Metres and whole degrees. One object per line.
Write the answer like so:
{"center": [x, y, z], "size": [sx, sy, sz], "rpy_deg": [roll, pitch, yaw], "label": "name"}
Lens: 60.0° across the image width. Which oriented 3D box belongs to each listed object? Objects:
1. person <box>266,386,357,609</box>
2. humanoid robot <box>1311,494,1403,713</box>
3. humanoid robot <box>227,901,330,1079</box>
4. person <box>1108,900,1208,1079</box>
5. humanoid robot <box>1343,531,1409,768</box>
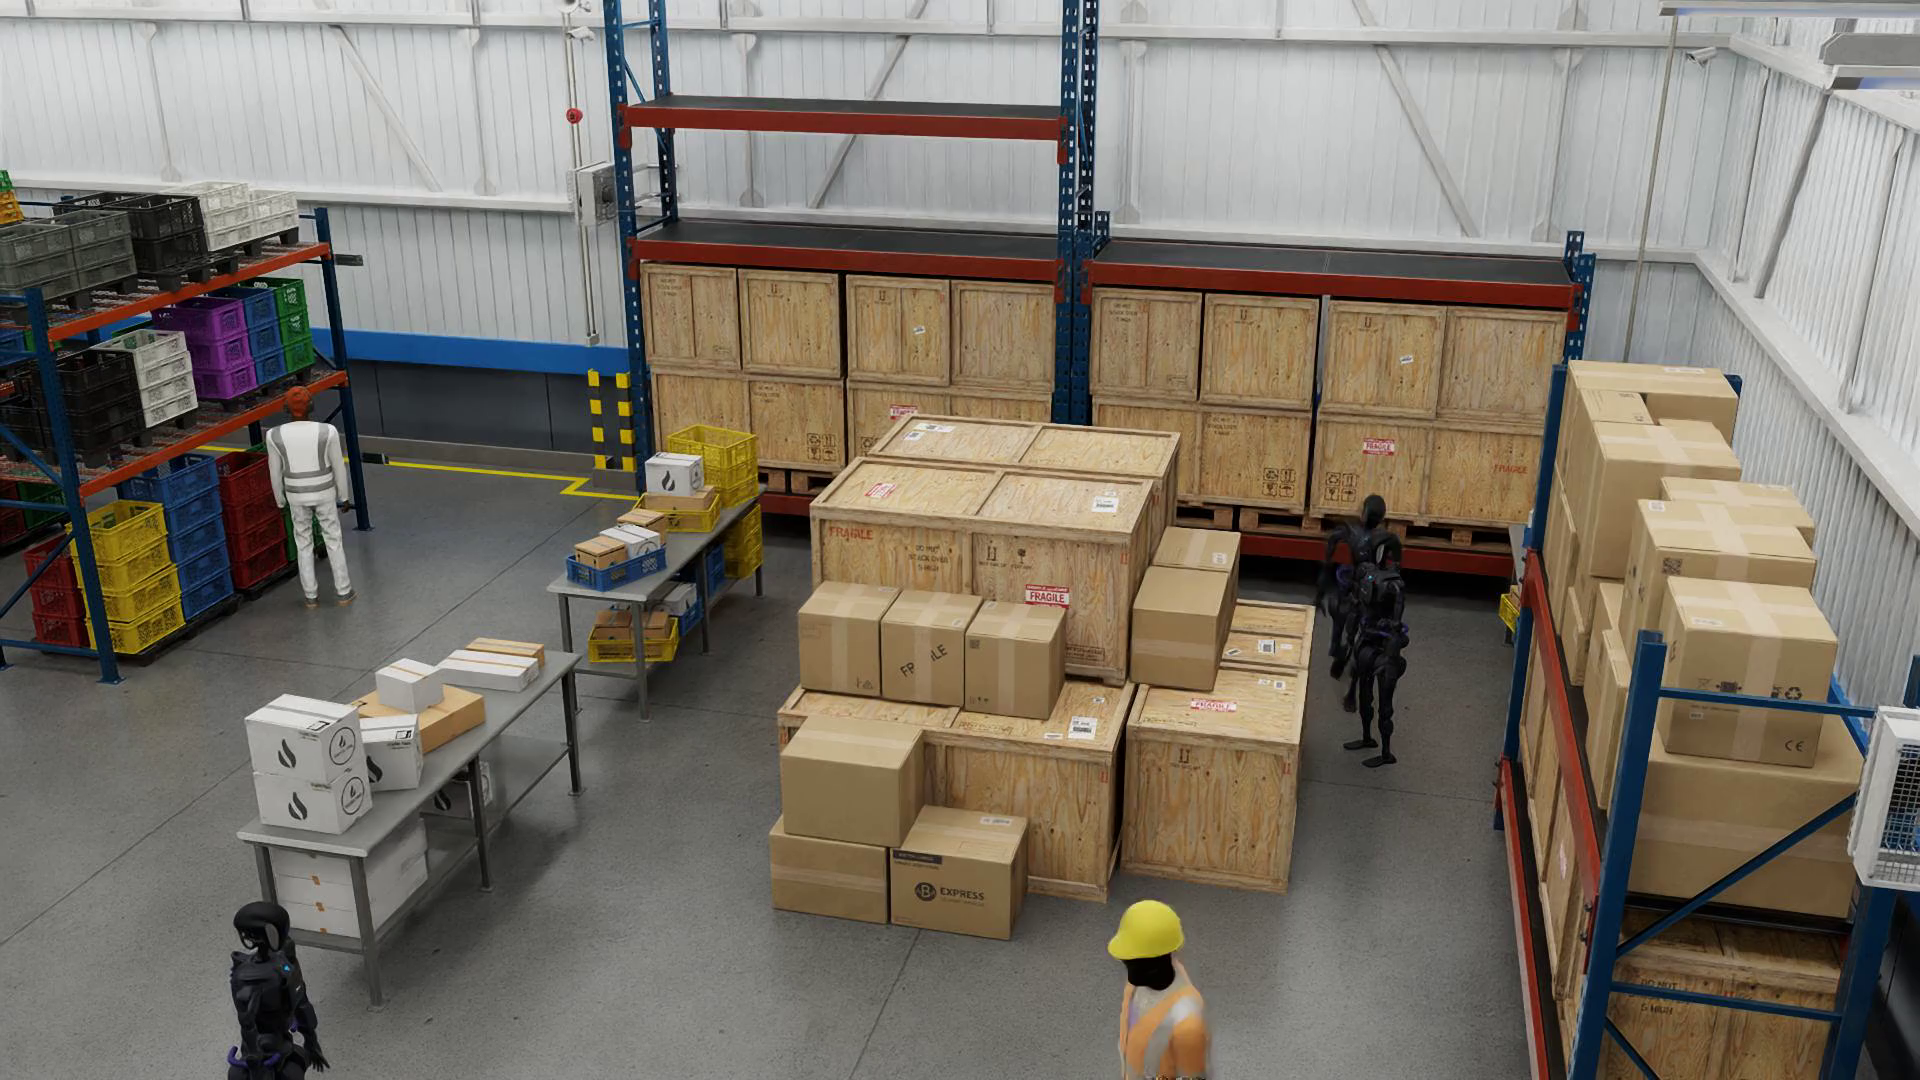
{"center": [-5.333, -0.345, 13.687], "size": [0.579, 1.882, 0.340], "rpy_deg": [-5, 22, -14], "label": "person"}
{"center": [2.857, 0.397, 12.062], "size": [0.640, 1.634, 0.542], "rpy_deg": [6, 22, 15], "label": "humanoid robot"}
{"center": [-2.915, 2.276, 7.117], "size": [0.339, 1.651, 0.572], "rpy_deg": [0, 21, 0], "label": "humanoid robot"}
{"center": [0.774, 2.305, 6.731], "size": [0.420, 1.909, 0.632], "rpy_deg": [-5, 22, -14], "label": "person"}
{"center": [2.797, 0.724, 11.177], "size": [0.349, 1.651, 0.565], "rpy_deg": [-9, 23, -22], "label": "humanoid robot"}
